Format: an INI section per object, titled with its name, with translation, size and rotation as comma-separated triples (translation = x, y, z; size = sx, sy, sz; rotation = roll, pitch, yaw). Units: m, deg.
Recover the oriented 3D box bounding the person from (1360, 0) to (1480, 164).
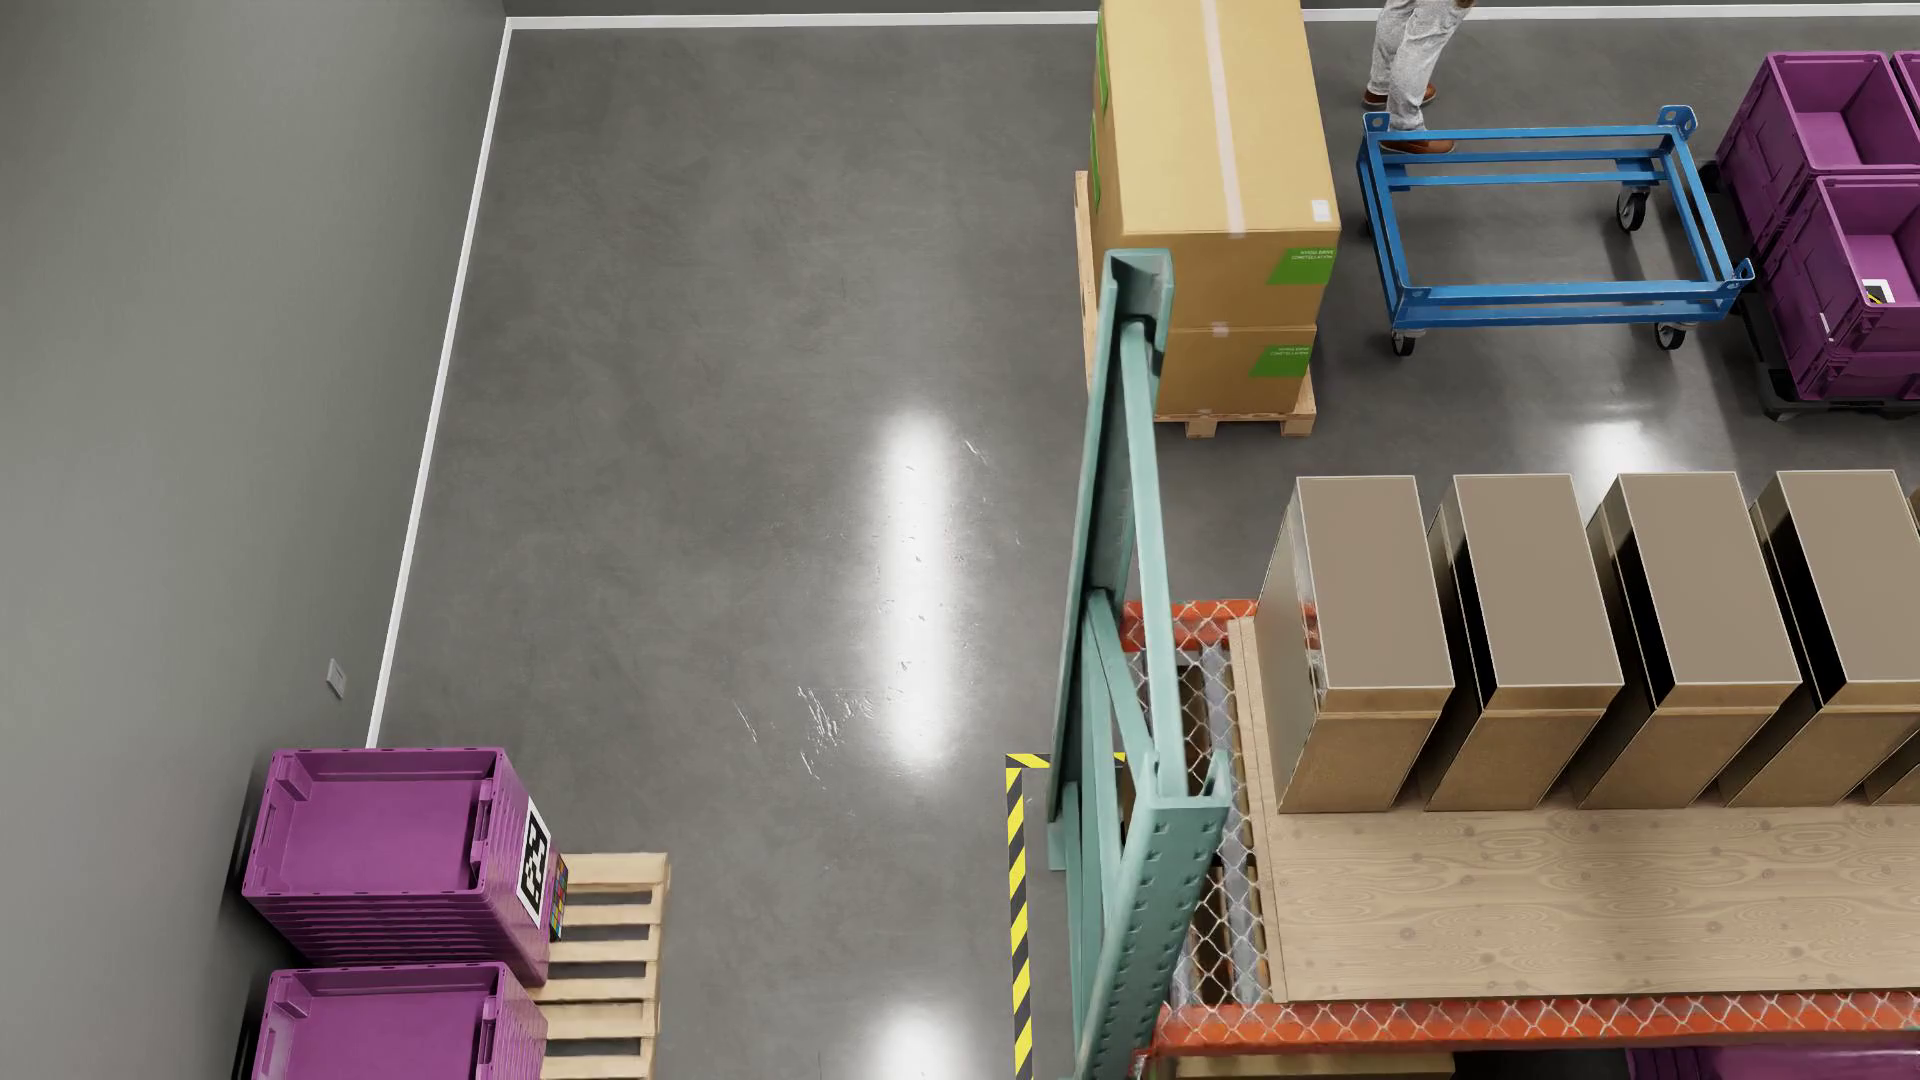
[person]
translation = 1.822, -2.252, 6.083
size = 0.378, 1.940, 0.629
rotation = -1, 58, -1
